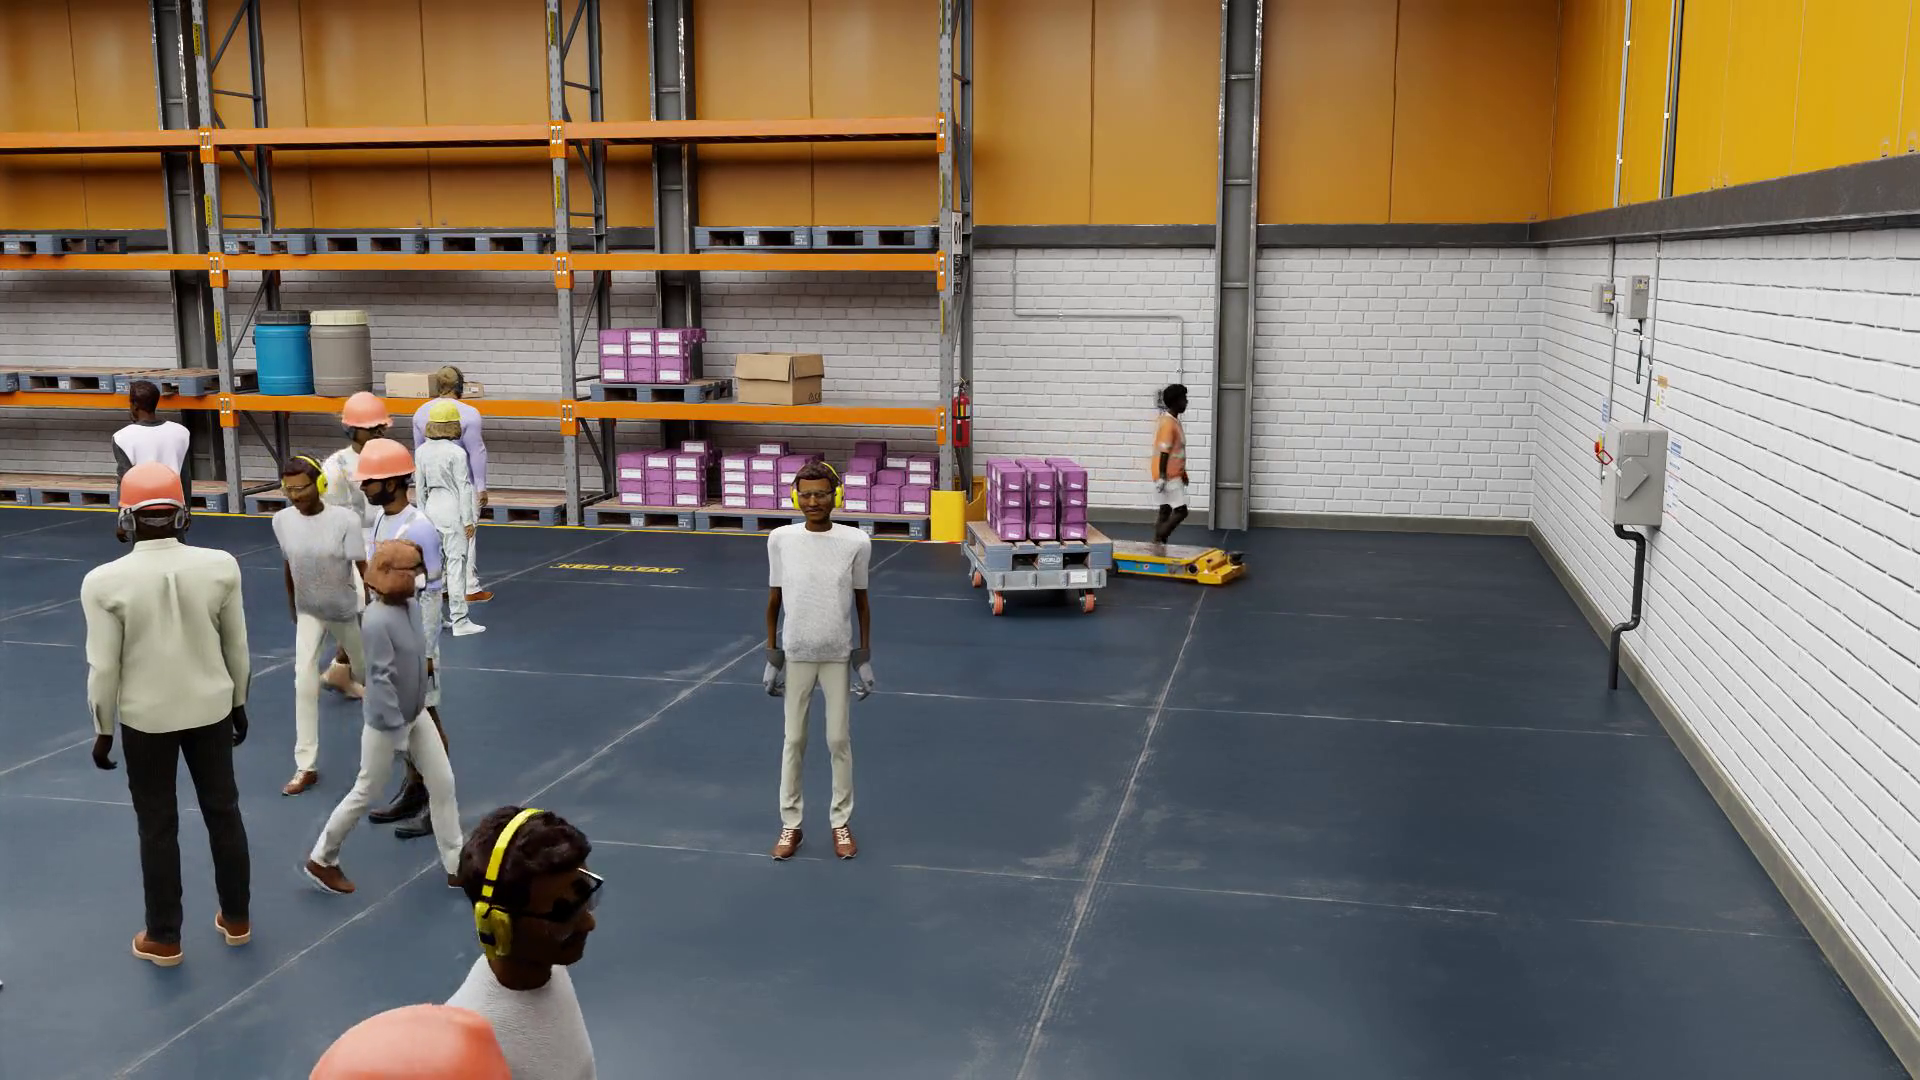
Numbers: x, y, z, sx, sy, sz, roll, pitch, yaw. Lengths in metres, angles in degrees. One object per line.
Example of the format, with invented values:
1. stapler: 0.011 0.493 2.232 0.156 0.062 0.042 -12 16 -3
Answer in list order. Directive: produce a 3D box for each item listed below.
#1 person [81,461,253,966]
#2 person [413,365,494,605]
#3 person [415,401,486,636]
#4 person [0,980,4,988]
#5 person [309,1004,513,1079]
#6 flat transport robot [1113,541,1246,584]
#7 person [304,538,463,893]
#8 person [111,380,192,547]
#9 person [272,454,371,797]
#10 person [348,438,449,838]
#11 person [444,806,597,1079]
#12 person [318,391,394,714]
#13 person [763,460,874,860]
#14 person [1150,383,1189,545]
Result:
1. person: -3.123 0.682 6.596 0.609 1.996 0.383 -9 13 -42
2. person: -4.075 -0.438 13.399 0.637 1.937 0.357 4 10 20
3. person: -3.798 -0.163 12.350 0.494 1.743 0.309 5 11 27
4. person: -3.820 0.938 6.131 0.315 1.641 0.514 3 10 15
5. person: -0.772 1.495 2.077 0.661 1.899 0.567 2 10 13
6. flat transport robot: 1.732 0.180 14.670 1.431 0.197 0.652 5 11 27
7. person: -2.490 0.775 7.239 0.837 1.596 0.501 1 10 8
8. person: -5.805 -0.194 12.009 0.392 1.922 0.591 5 11 27
9. person: -3.390 0.384 9.054 0.546 1.780 1.121 0 10 1
10. person: -2.701 0.471 8.030 0.373 1.933 0.549 -8 12 -39
11. person: -0.759 1.359 3.041 0.404 1.849 0.529 1 10 5
12. person: -3.696 0.087 10.120 0.766 2.010 0.636 3 10 19
13. person: -0.657 0.556 7.716 0.519 1.874 0.326 0 10 -2
14. person: 1.923 -0.577 14.988 0.410 1.681 0.529 0 10 -1
